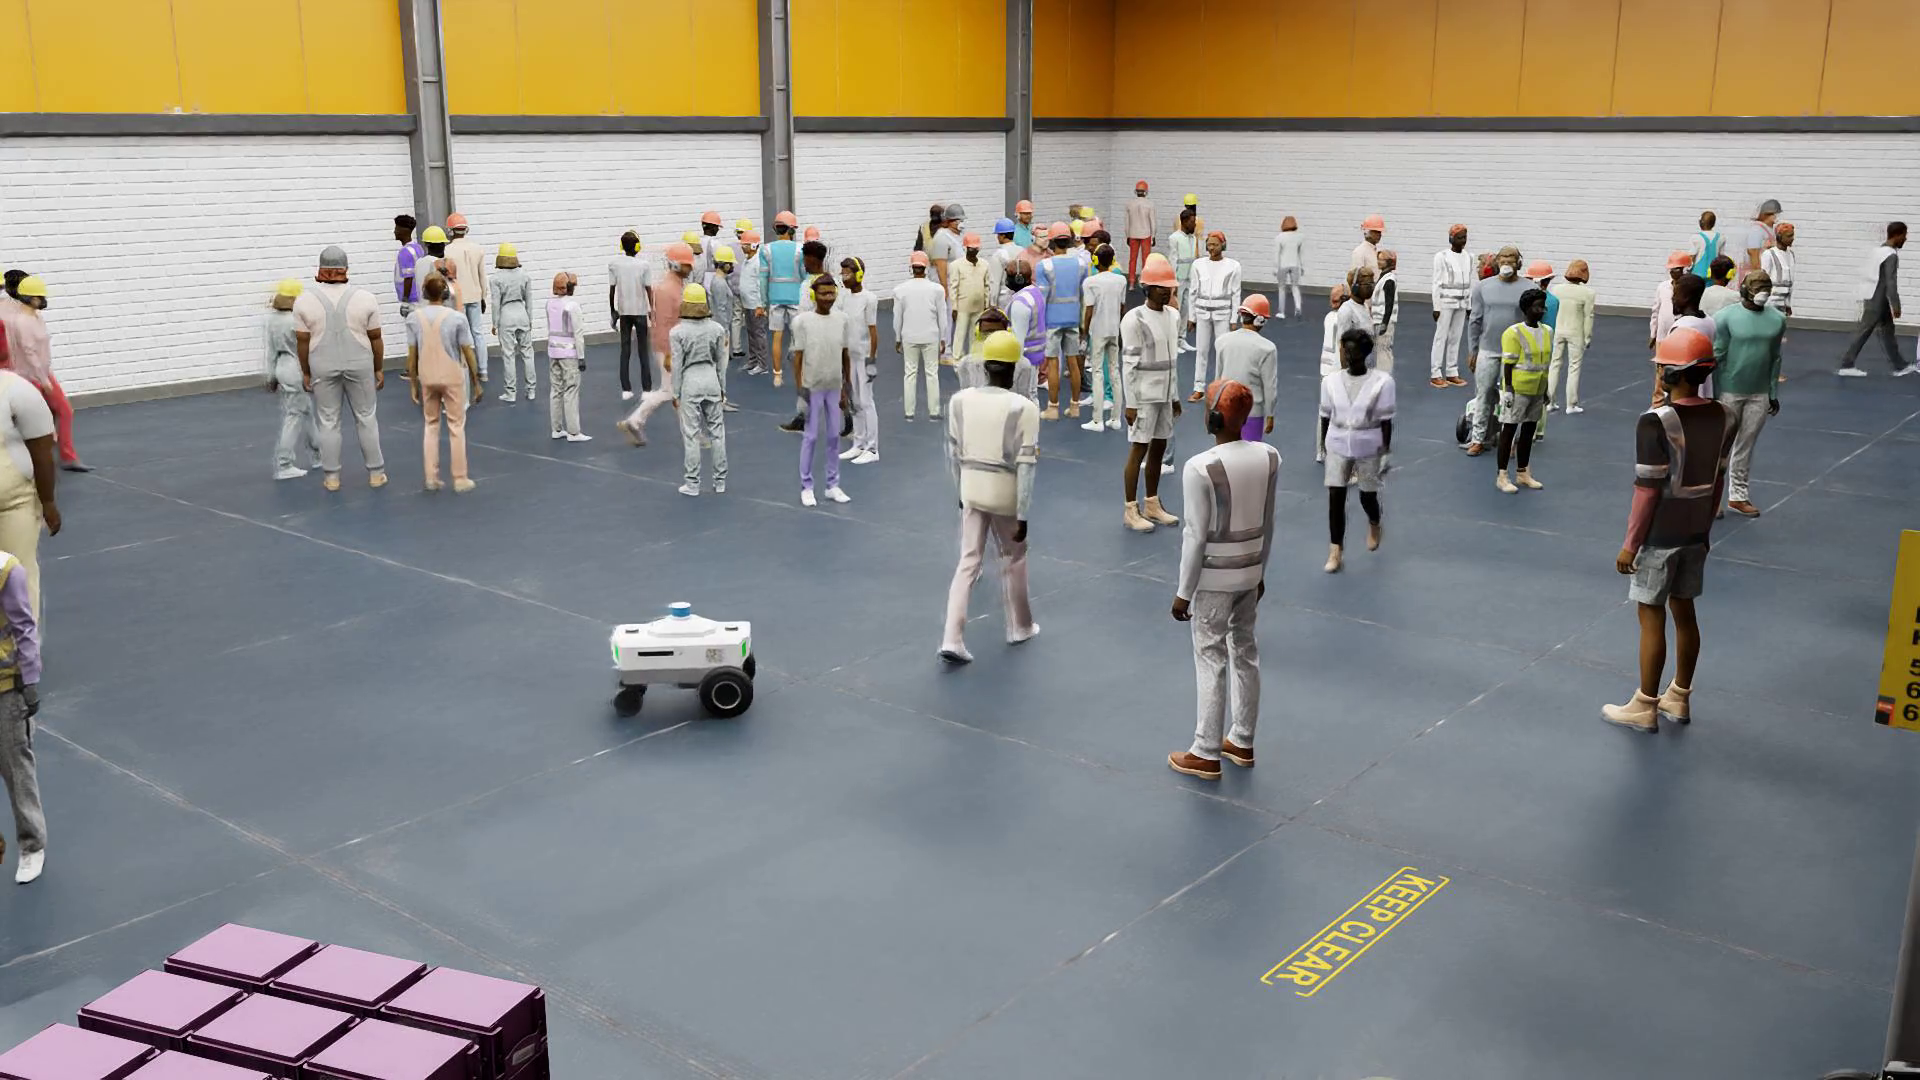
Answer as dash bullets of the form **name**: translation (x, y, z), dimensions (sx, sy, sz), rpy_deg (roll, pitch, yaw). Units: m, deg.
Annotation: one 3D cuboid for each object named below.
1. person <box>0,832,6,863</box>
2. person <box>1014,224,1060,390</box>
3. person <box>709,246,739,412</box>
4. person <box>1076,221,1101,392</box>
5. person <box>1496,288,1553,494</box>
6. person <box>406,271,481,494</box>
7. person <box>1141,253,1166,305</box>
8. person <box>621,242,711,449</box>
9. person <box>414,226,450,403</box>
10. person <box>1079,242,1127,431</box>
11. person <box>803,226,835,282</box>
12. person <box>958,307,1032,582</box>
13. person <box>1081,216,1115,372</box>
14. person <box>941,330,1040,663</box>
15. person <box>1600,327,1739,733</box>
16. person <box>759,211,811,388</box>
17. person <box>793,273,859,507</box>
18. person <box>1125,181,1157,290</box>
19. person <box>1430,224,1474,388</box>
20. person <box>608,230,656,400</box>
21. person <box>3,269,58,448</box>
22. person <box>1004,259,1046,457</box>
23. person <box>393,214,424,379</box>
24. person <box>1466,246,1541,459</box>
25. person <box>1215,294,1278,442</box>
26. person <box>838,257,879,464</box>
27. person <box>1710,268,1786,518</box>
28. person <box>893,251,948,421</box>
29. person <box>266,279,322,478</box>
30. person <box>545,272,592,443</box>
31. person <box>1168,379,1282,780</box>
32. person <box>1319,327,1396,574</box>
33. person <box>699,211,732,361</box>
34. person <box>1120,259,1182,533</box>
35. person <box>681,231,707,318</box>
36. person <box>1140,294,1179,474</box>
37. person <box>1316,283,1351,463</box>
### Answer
- **person**: translation (-3.098, 0.905, 5.000), dimensions (0.460, 1.821, 0.545), rpy_deg (0, 14, 1)
- **person**: translation (0.909, -2.637, 18.984), dimensions (0.643, 1.909, 0.410), rpy_deg (-12, 19, -40)
- **person**: translation (-2.510, -2.237, 17.697), dimensions (0.343, 1.755, 0.531), rpy_deg (-3, 14, -10)
- **person**: translation (1.473, -2.672, 19.052), dimensions (0.374, 1.941, 0.547), rpy_deg (1, 14, 3)
- **person**: translation (4.705, -1.241, 13.831), dimensions (0.534, 1.697, 0.318), rpy_deg (-8, 16, -29)
- **person**: translation (-4.259, -1.284, 13.713), dimensions (0.533, 1.842, 0.347), rpy_deg (1, 14, 4)
- **person**: translation (1.965, -1.992, 16.709), dimensions (0.333, 1.760, 0.527), rpy_deg (-3, 14, -10)
- **person**: translation (-2.748, -1.803, 15.579), dimensions (0.801, 1.960, 0.650), rpy_deg (3, 14, 10)
- **person**: translation (-5.729, -2.470, 18.275), dimensions (0.586, 1.928, 0.365), rpy_deg (12, 19, 40)
- **person**: translation (1.417, -2.018, 16.583), dimensions (0.521, 1.873, 0.335), rpy_deg (-7, 16, -27)
- **person**: translation (-1.869, -3.128, 21.254), dimensions (0.575, 1.749, 0.336), rpy_deg (-2, 14, -6)
- **person**: translation (0.221, -0.608, 10.982), dimensions (0.506, 1.861, 0.327), rpy_deg (3, 14, 10)
- **person**: translation (1.643, -3.038, 20.587), dimensions (0.409, 1.906, 0.652), rpy_deg (-6, 15, -23)
- **person**: translation (0.163, -0.247, 9.490), dimensions (0.598, 1.886, 0.961), rpy_deg (7, 16, 27)
- **person**: translation (3.547, -0.043, 8.341), dimensions (0.608, 2.044, 0.371), rpy_deg (-7, 16, -27)
- **person**: translation (-2.012, -2.783, 19.306), dimensions (0.614, 2.033, 0.394), rpy_deg (1, 14, 2)
- **person**: translation (-1.081, -1.209, 13.356), dimensions (0.536, 1.869, 0.316), rpy_deg (-8, 16, -28)
- **person**: translation (3.334, -5.603, 30.654), dimensions (0.612, 1.997, 0.376), rpy_deg (7, 16, 26)
- **person**: translation (5.738, -2.721, 19.368), dimensions (0.583, 1.882, 0.350), rpy_deg (-7, 16, -27)
- **person**: translation (-3.630, -2.491, 18.478), dimensions (0.538, 1.869, 0.313), rpy_deg (2, 14, 6)
- **person**: translation (-8.766, -1.707, 15.714), dimensions (0.319, 1.687, 0.539), rpy_deg (-5, 15, -19)
- **person**: translation (0.552, -1.614, 15.053), dimensions (0.429, 1.837, 0.624), rpy_deg (4, 15, 16)
- **person**: translation (-6.602, -2.921, 19.996), dimensions (0.367, 1.966, 0.607), rpy_deg (-1, 14, -4)
- **person**: translation (4.965, -1.716, 15.239), dimensions (0.630, 1.940, 0.372), rpy_deg (6, 15, 22)
- **person**: translation (2.238, -1.044, 12.965), dimensions (0.569, 1.738, 0.351), rpy_deg (13, 19, 42)
- **person**: translation (-0.925, -1.621, 15.033), dimensions (0.341, 1.857, 0.521), rpy_deg (-10, 17, -36)
- **person**: translation (6.074, -1.134, 12.910), dimensions (0.627, 1.941, 0.371), rpy_deg (-2, 14, -9)
- **person**: translation (-0.402, -2.092, 17.114), dimensions (0.559, 1.752, 0.326), rpy_deg (1, 14, 5)
- **person**: translation (-5.708, -1.422, 14.527), dimensions (0.501, 1.701, 0.827), rpy_deg (10, 17, 34)
- **person**: translation (-3.798, -1.760, 16.043), dimensions (0.518, 1.632, 0.317), rpy_deg (11, 18, 38)
- **person**: translation (1.225, 0.184, 7.756), dimensions (0.575, 1.885, 0.355), rpy_deg (-11, 18, -37)
- **person**: translation (2.728, -0.635, 11.426), dimensions (0.537, 1.681, 0.598), rpy_deg (7, 16, 27)
- **person**: translation (-3.207, -3.271, 21.479), dimensions (0.553, 1.924, 0.374), rpy_deg (12, 18, 40)
- **person**: translation (1.468, -1.084, 12.499), dimensions (0.377, 2.041, 0.616), rpy_deg (13, 19, 43)
- **person**: translation (-3.267, -2.898, 20.360), dimensions (0.294, 1.744, 0.487), rpy_deg (4, 15, 15)
- **person**: translation (1.751, -1.394, 14.569), dimensions (0.277, 1.633, 0.507), rpy_deg (-3, 14, -11)
- **person**: translation (3.374, -1.468, 14.849), dimensions (0.312, 1.642, 0.512), rpy_deg (-2, 14, -7)
